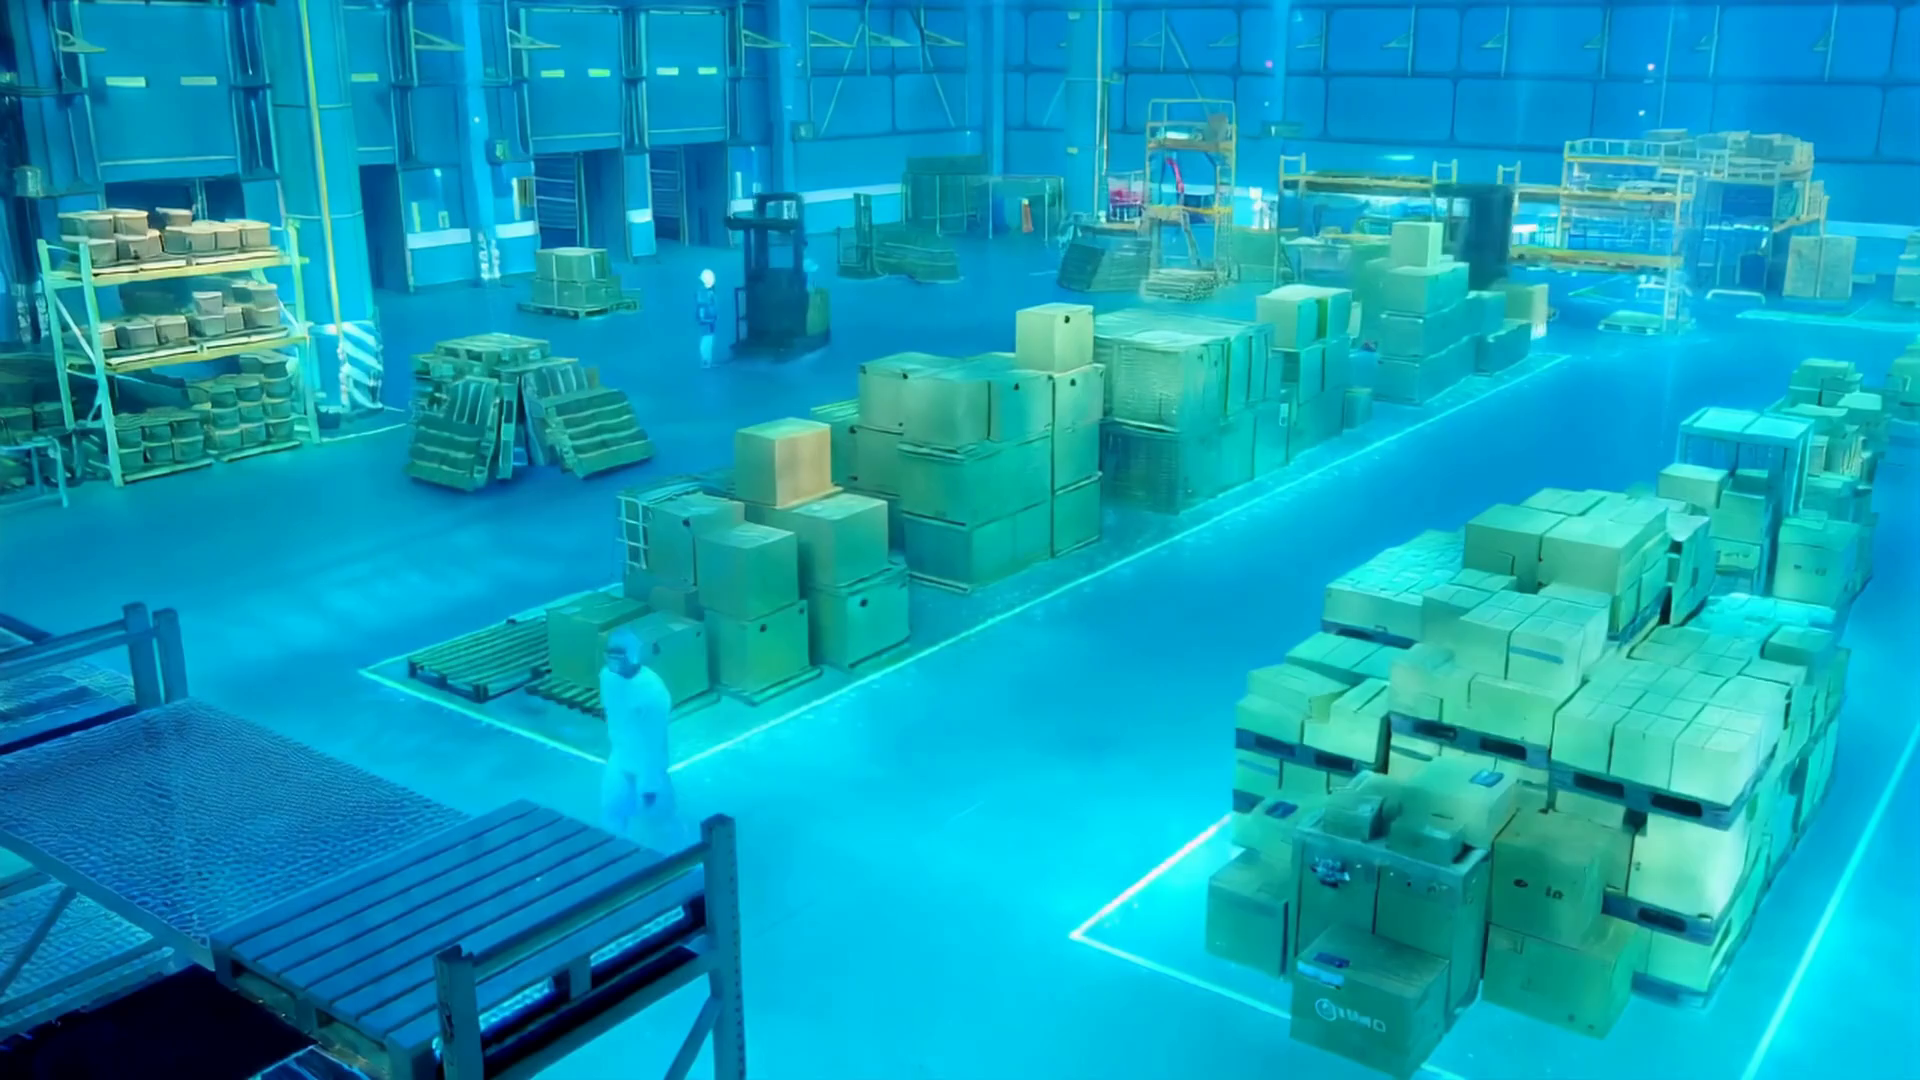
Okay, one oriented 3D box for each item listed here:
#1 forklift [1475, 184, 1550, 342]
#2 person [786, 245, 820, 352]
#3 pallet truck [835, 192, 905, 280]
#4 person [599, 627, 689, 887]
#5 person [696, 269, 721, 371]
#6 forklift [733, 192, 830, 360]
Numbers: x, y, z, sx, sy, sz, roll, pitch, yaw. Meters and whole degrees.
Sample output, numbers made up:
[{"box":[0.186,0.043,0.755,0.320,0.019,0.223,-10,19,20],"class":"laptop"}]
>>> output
[{"box":[9.924,-5.165,30.877,1.873,2.768,1.129,12,21,35],"class":"forklift"},{"box":[-2.796,-4.301,29.650,0.635,1.927,0.372,-8,19,-25],"class":"person"},{"box":[-1.936,-7.159,38.982,1.885,1.965,0.823,-12,21,-34],"class":"pallet truck"},{"box":[-2.117,1.467,10.605,0.656,1.883,1.005,14,22,38],"class":"person"},{"box":[-4.254,-3.722,28.113,0.322,1.697,0.533,5,18,18],"class":"person"},{"box":[-3.157,-4.737,29.458,1.129,2.768,1.873,6,18,19],"class":"forklift"}]
